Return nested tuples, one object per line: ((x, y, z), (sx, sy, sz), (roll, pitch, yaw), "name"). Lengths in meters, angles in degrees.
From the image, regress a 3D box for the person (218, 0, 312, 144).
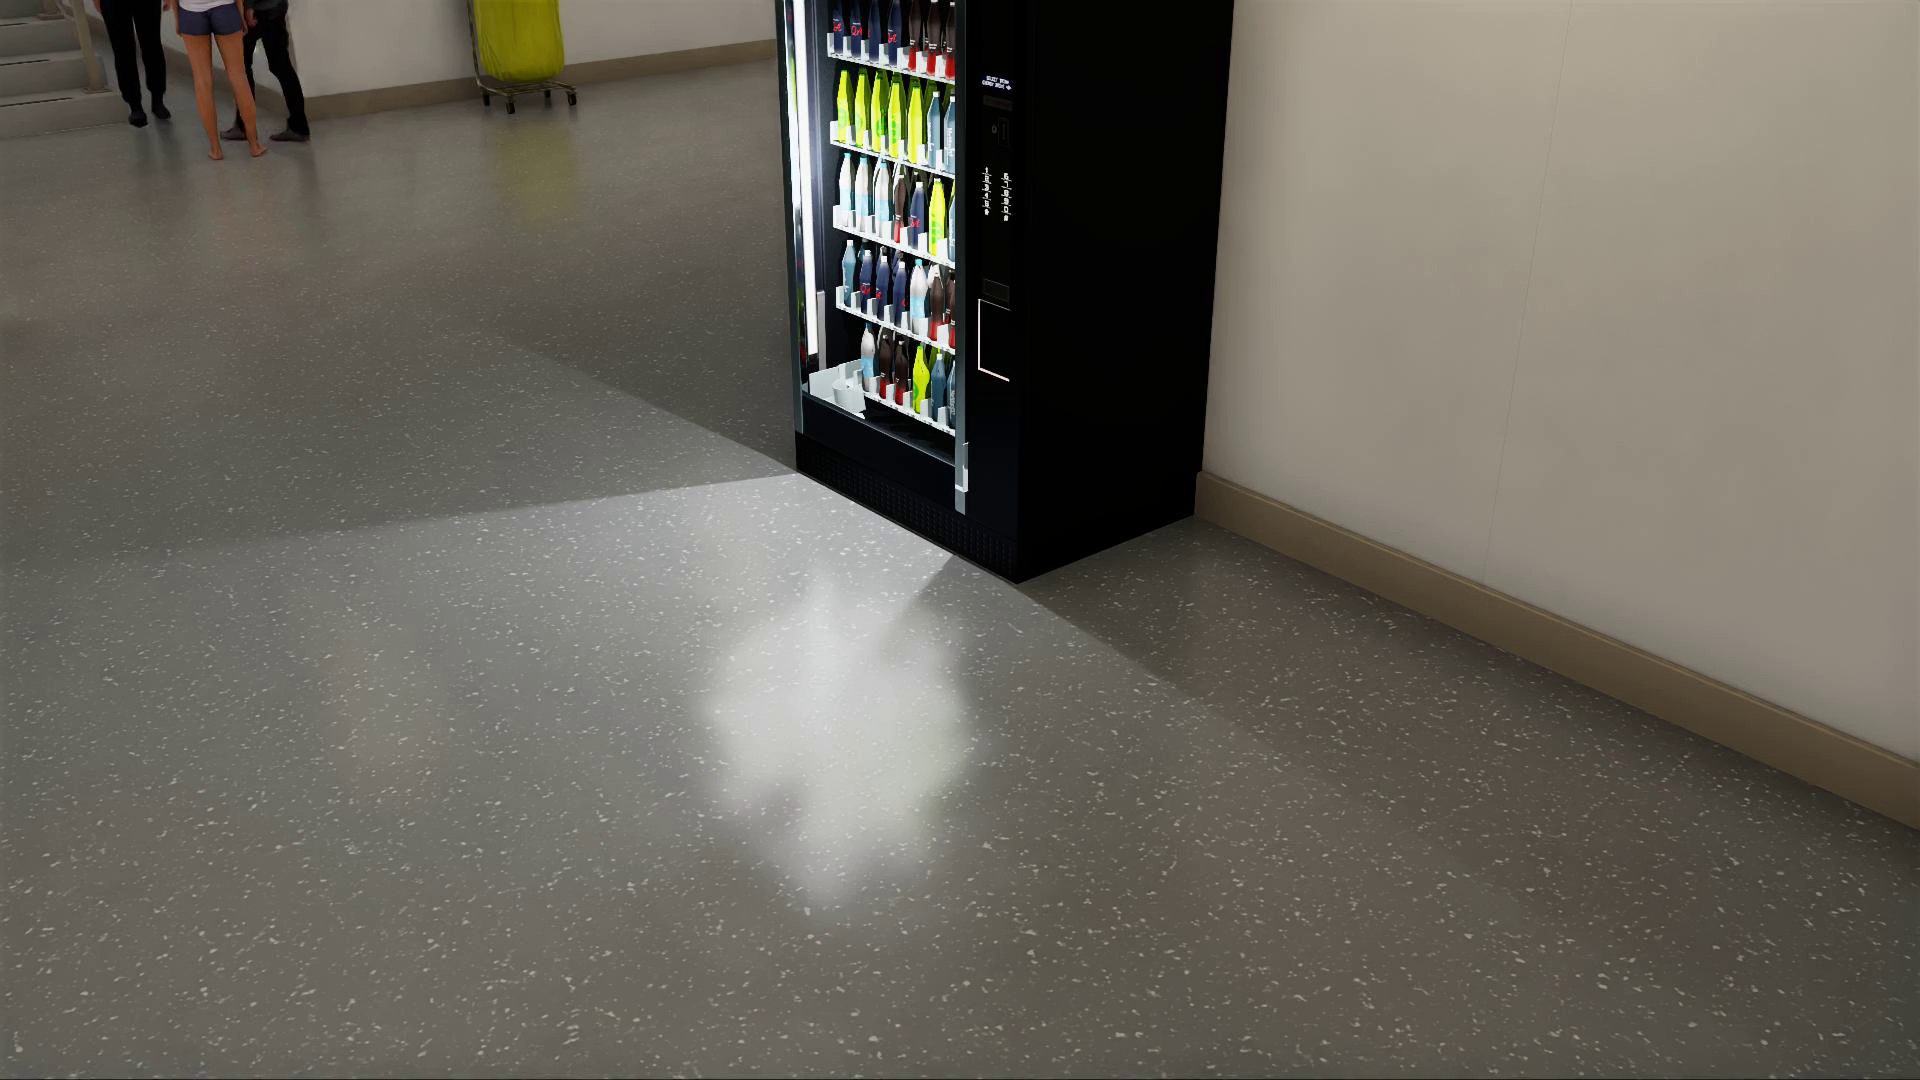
((-4.392, -3.411, 10.634), (0.968, 1.737, 0.892), (4, 26, 7), "person")

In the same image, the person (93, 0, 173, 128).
((-5.620, -3.703, 11.257), (0.793, 1.722, 1.101), (-13, 29, -25), "person")

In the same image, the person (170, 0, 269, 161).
((-4.653, -3.247, 10.299), (0.645, 1.732, 0.618), (-9, 27, -19), "person")
